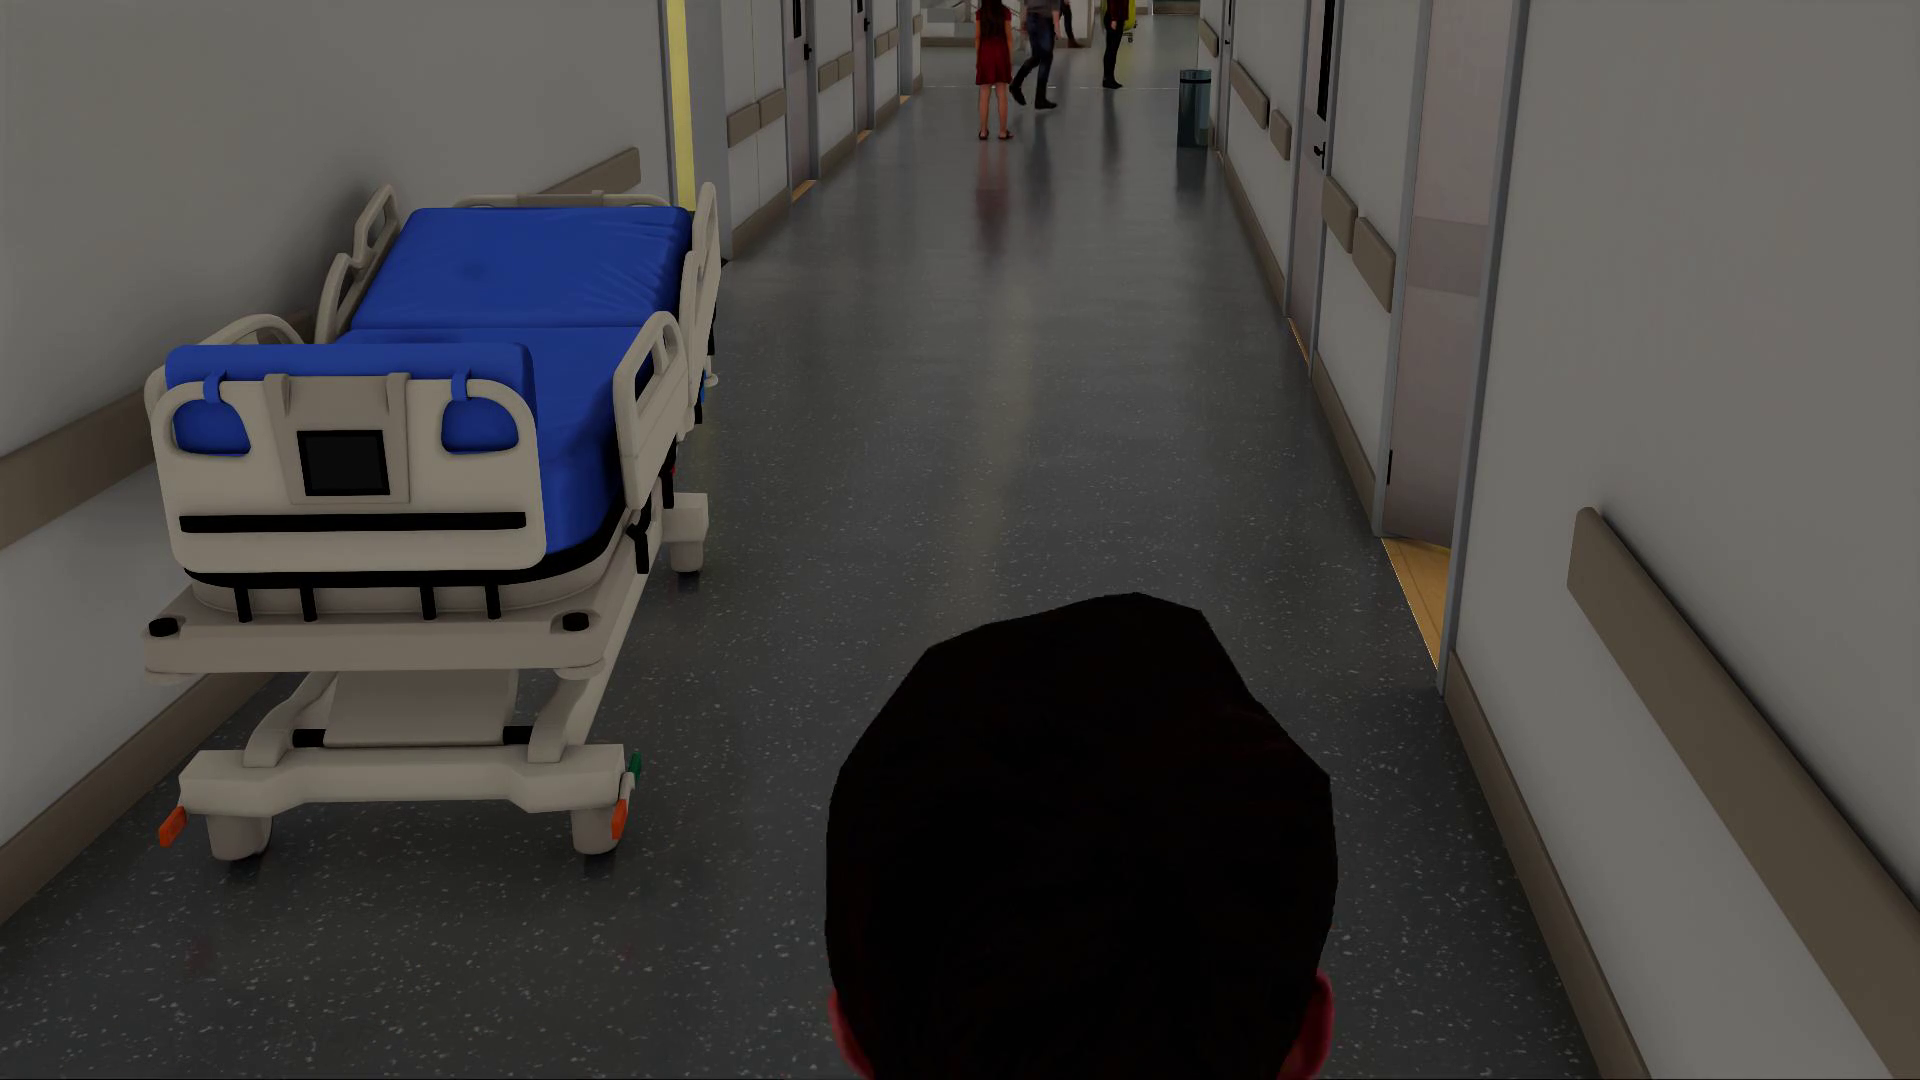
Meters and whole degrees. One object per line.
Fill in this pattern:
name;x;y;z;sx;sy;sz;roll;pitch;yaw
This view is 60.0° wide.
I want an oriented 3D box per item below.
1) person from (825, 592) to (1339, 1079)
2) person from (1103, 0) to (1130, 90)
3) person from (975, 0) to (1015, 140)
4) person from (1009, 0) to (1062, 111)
person;0.006;0.975;0.795;0.927;1.906;0.864;6;22;17
person;1.969;-6.635;21.243;0.617;1.654;0.646;8;22;21
person;0.332;-4.773;16.456;0.568;1.553;0.628;4;21;12
person;0.834;-5.778;18.674;1.040;1.871;0.969;-15;25;-34
